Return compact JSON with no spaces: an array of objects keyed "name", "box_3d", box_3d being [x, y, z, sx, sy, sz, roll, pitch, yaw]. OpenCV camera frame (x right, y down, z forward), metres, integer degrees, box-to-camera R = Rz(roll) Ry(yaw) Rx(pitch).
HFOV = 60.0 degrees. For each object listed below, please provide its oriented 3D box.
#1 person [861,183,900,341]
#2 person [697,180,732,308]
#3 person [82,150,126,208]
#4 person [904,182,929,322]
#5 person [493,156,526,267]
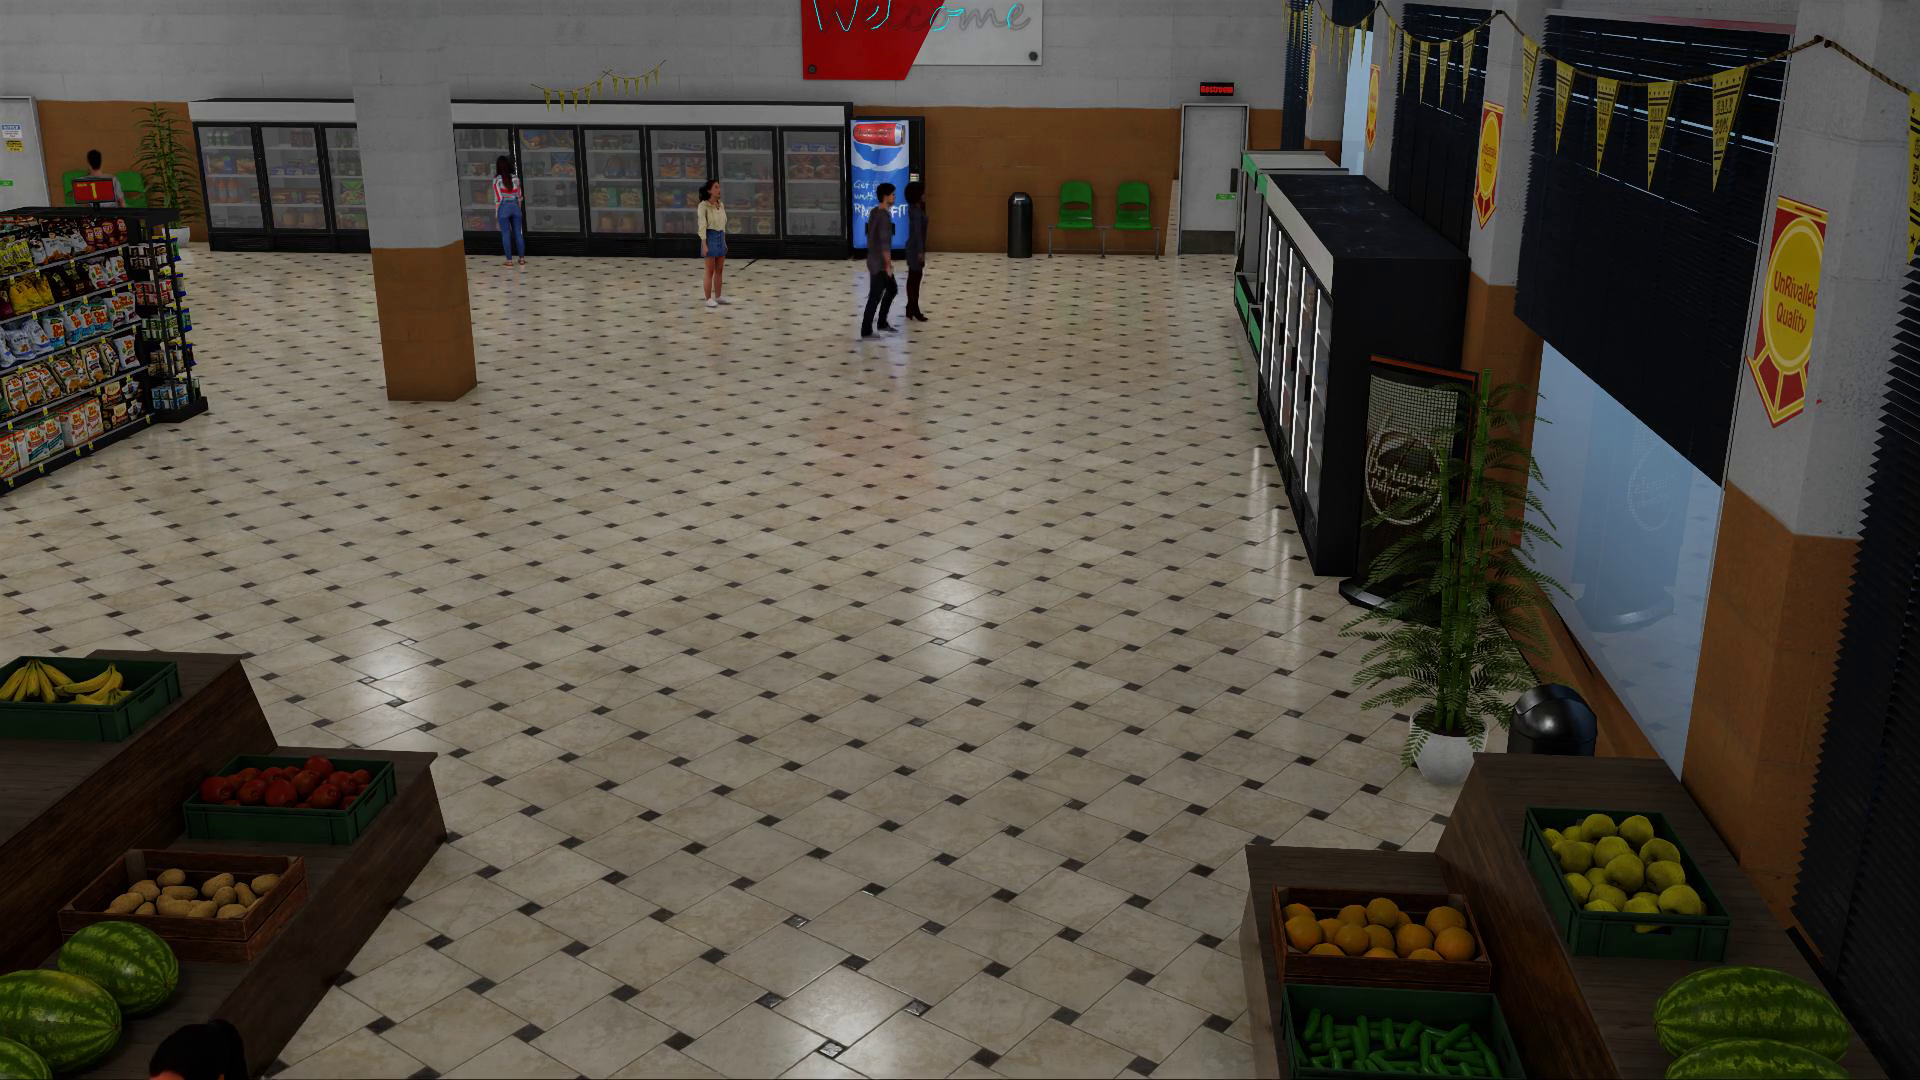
[{"name":"person","box_3d":[-1.044,-3.271,19.635,0.875,1.826,0.778,-4,19,-11]},{"name":"person","box_3d":[-3.227,-3.885,21.761,0.789,1.631,0.664,12,22,32]},{"name":"person","box_3d":[-11.702,-4.353,22.810,1.034,1.848,1.213,-8,20,-23]},{"name":"person","box_3d":[-0.563,-3.634,20.892,0.684,1.710,0.519,-3,19,-8]},{"name":"person","box_3d":[-6.754,-4.933,24.900,0.661,1.611,0.706,-13,23,-34]}]
